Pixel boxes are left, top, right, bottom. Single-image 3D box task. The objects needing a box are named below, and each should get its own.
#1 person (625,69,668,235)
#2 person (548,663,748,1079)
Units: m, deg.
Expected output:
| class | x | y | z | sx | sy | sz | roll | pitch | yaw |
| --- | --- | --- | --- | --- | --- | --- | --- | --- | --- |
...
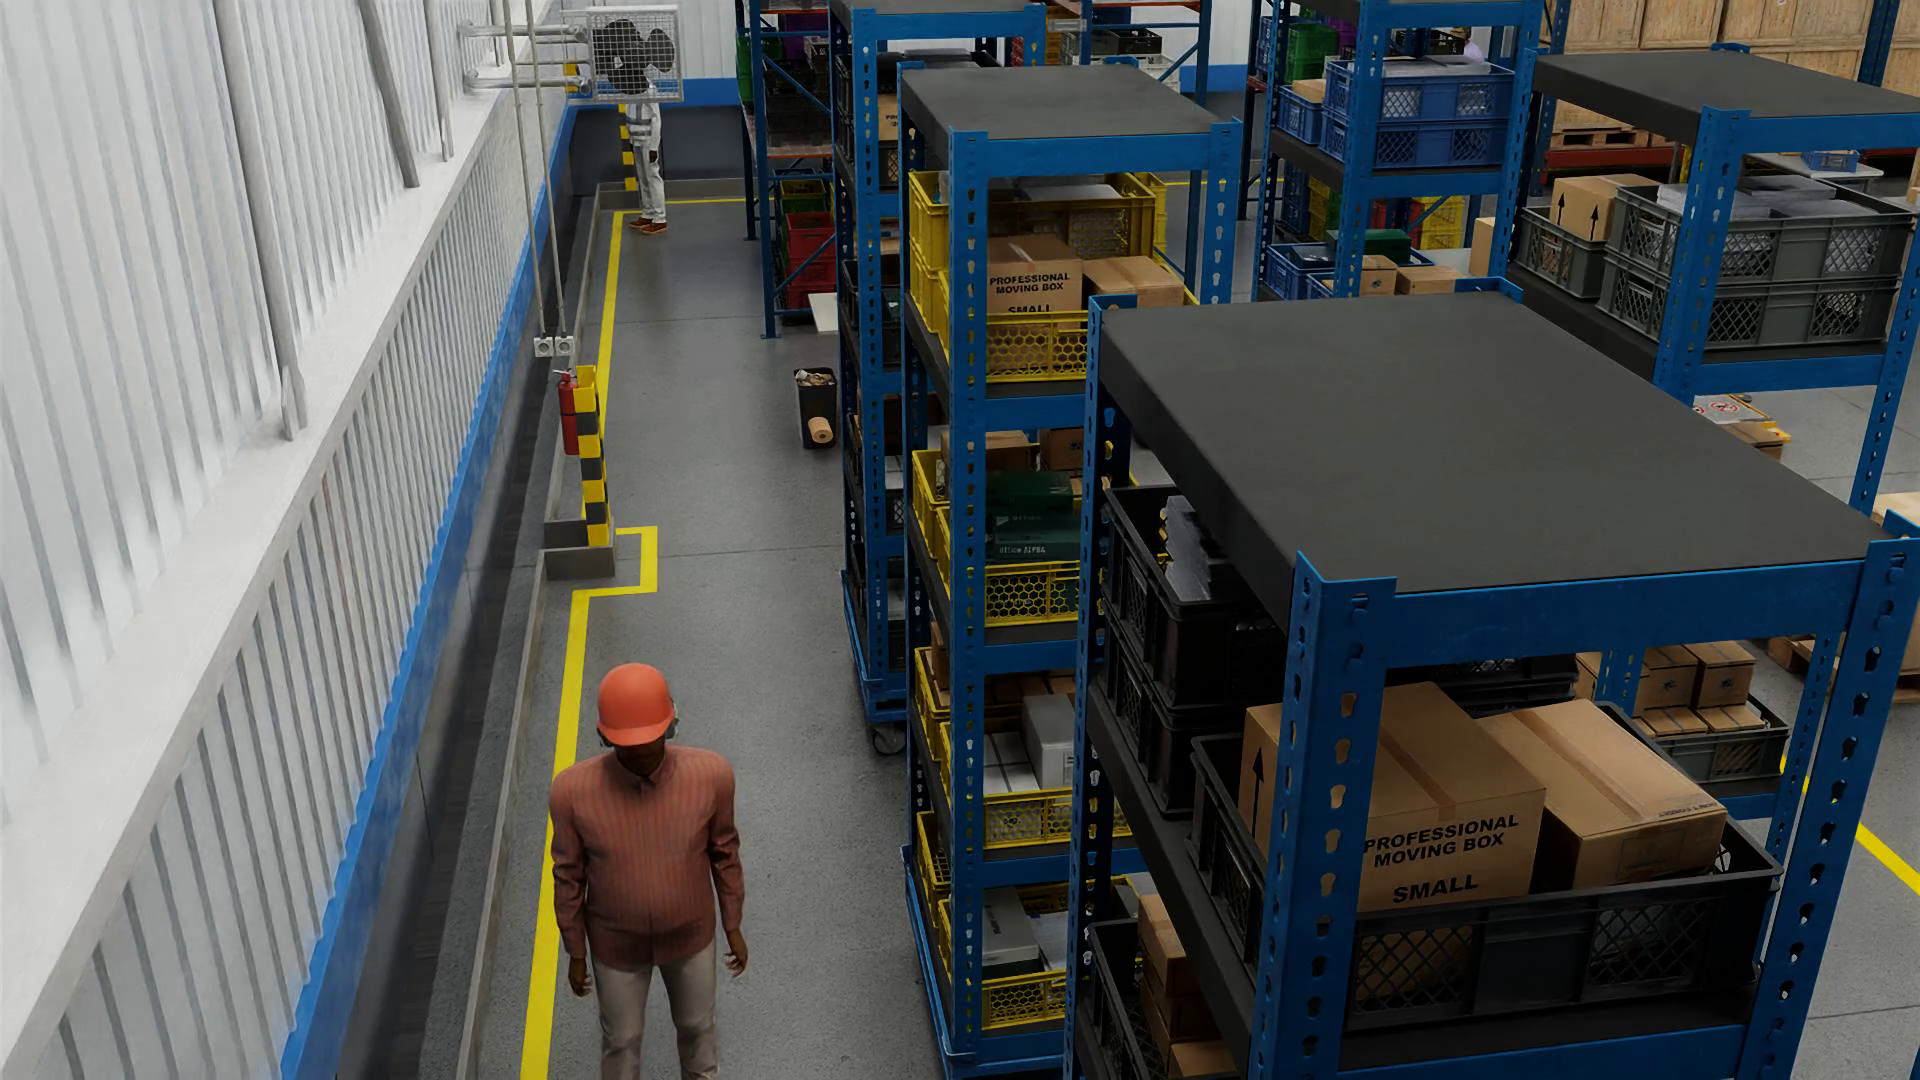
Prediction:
| class | x | y | z | sx | sy | sz | roll | pitch | yaw |
| --- | --- | --- | --- | --- | --- | --- | --- | --- | --- |
| person | -3.305 | -4.157 | 17.385 | 0.337 | 1.882 | 0.581 | -15 | 29 | -30 |
| person | -0.995 | 1.284 | 5.427 | 0.611 | 1.996 | 0.379 | -8 | 26 | -16 |
